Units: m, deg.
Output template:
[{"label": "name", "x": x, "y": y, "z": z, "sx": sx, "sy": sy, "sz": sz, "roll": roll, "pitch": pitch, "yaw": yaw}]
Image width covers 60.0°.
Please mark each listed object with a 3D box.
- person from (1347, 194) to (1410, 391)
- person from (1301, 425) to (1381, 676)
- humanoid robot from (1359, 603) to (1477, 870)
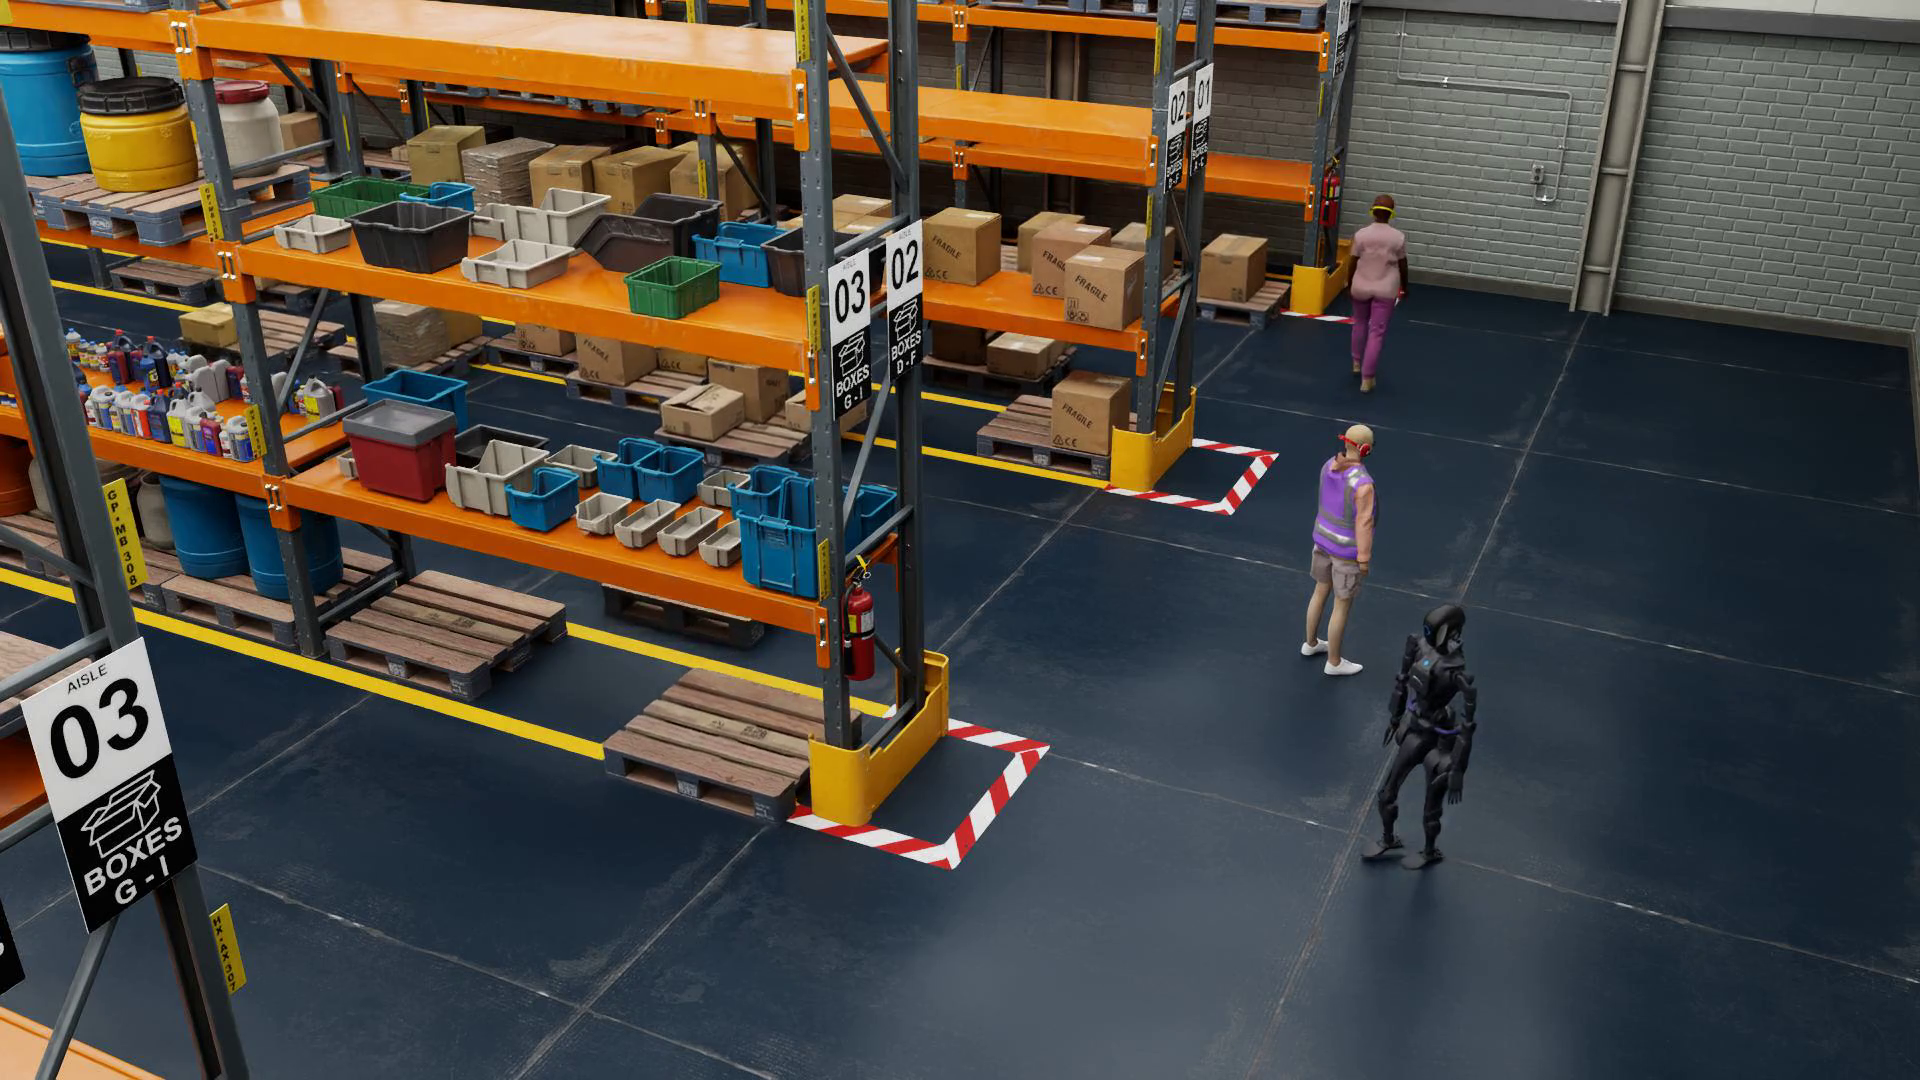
[{"label": "person", "x": 3.861, "y": -2.310, "z": 15.279, "sx": 0.528, "sy": 1.783, "sz": 0.774, "roll": 13, "pitch": 29, "yaw": 24}, {"label": "person", "x": 2.426, "y": 0.058, "z": 10.589, "sx": 0.348, "sy": 1.688, "sz": 0.492, "roll": -11, "pitch": 28, "yaw": -21}, {"label": "humanoid robot", "x": 2.439, "y": 1.039, "z": 8.619, "sx": 0.430, "sy": 1.648, "sz": 0.595, "roll": -13, "pitch": 29, "yaw": -25}]
